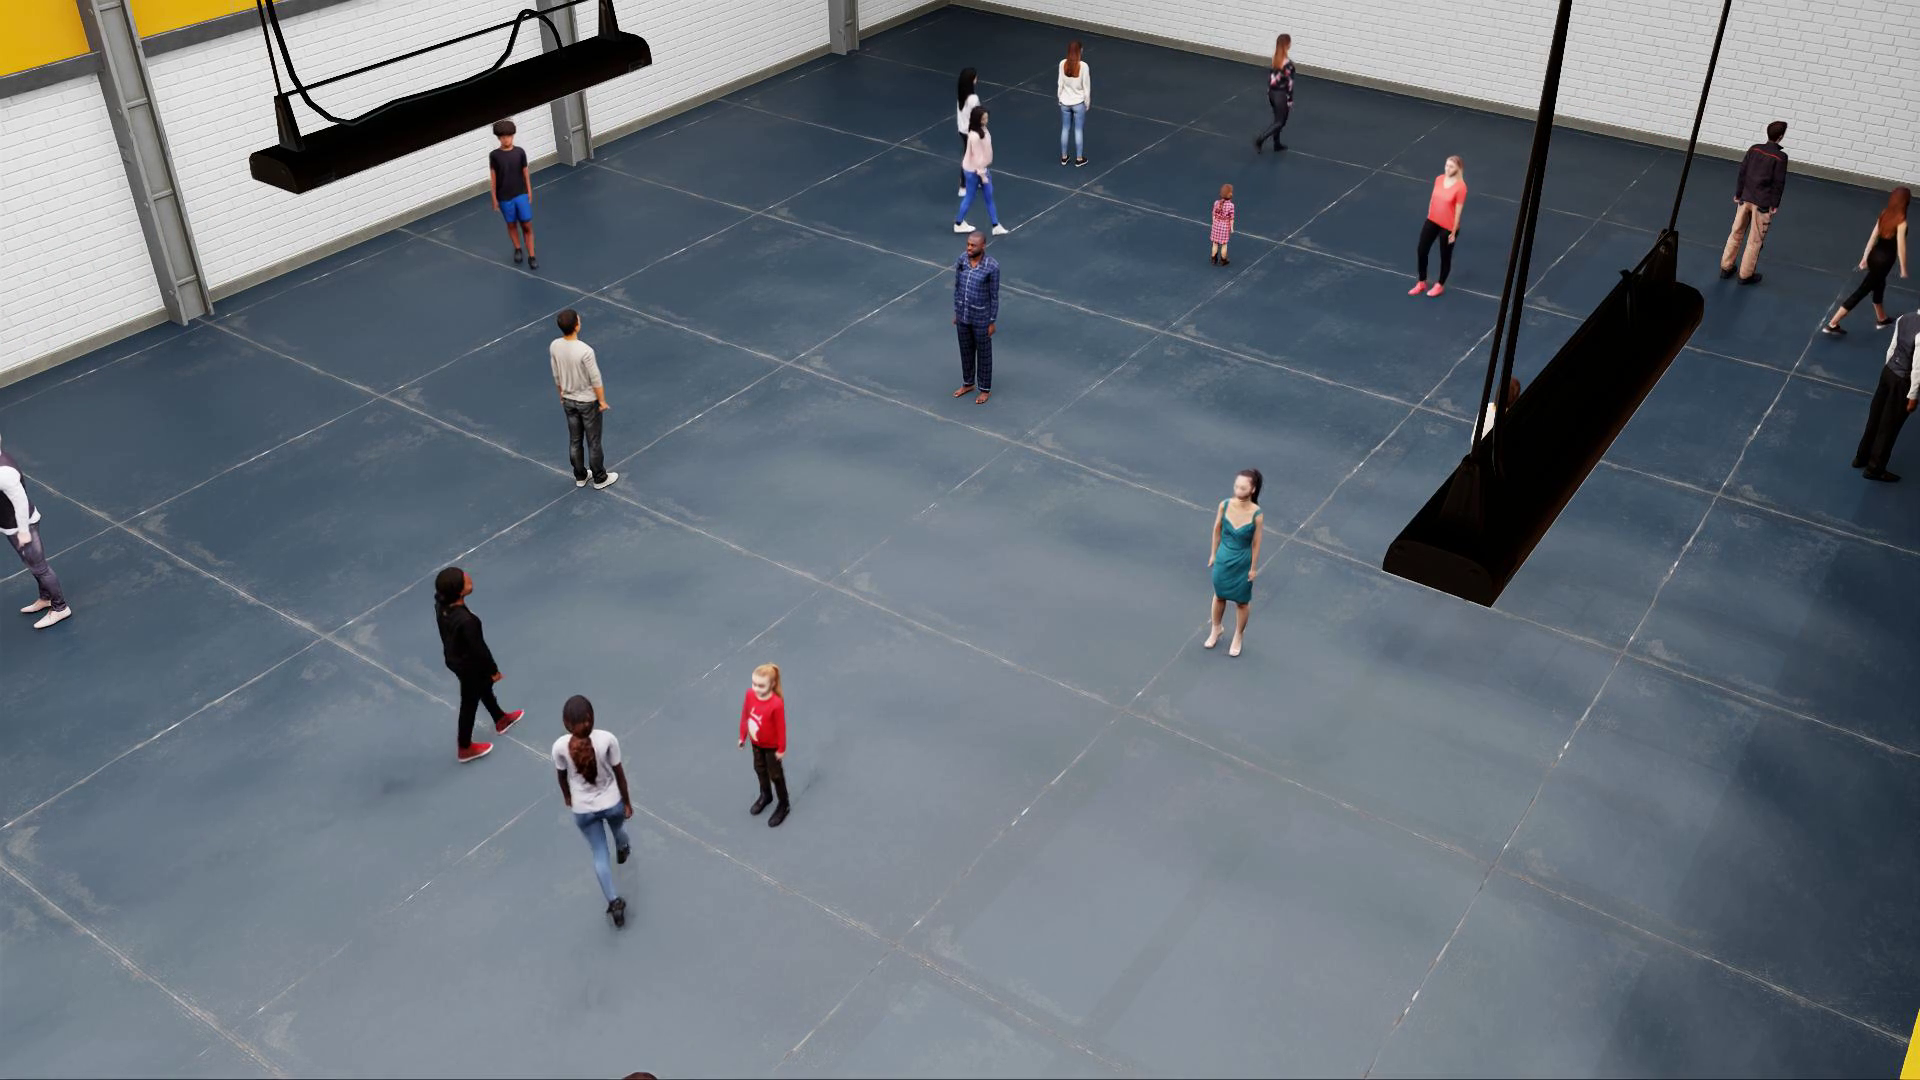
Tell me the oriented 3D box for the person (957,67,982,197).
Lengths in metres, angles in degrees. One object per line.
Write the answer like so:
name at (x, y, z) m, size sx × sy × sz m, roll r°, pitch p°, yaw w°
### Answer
person at (0.055, -5.251, 21.486) m, size 0.802 × 1.689 × 0.758 m, roll -14°, pitch 36°, yaw -20°

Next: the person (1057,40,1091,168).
person at (1.535, -5.904, 22.467) m, size 0.635 × 1.691 × 0.581 m, roll 16°, pitch 37°, yaw 23°

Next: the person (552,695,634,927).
person at (-2.368, 1.804, 10.873) m, size 1.057 × 1.690 × 1.084 m, roll -6°, pitch 34°, yaw -10°

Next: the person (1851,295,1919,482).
person at (8.823, -1.478, 15.603) m, size 0.839 × 1.918 × 0.738 m, roll -1°, pitch 34°, yaw -1°

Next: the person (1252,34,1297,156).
person at (4.303, -6.038, 22.692) m, size 0.992 × 1.666 × 0.845 m, roll -15°, pitch 36°, yaw -21°

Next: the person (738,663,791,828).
person at (-1.371, 1.410, 11.837) m, size 0.499 × 1.278 × 0.542 m, roll 20°, pitch 39°, yaw 28°

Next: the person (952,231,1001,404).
person at (0.160, -2.284, 16.901) m, size 0.666 × 1.824 × 0.608 m, roll 19°, pitch 38°, yaw 27°

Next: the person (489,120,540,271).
person at (-5.324, -4.135, 19.733) m, size 0.945 × 1.771 × 0.985 m, roll -7°, pitch 34°, yaw -11°

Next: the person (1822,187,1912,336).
person at (9.896, -2.971, 18.066) m, size 1.093 × 1.679 × 1.135 m, roll -1°, pitch 34°, yaw -2°

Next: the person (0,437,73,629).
person at (-7.732, -0.125, 13.654) m, size 0.671 × 1.823 × 0.743 m, roll -26°, pitch 42°, yaw -34°

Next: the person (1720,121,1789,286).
person at (9.233, -3.924, 19.278) m, size 0.722 × 1.925 × 0.778 m, roll -22°, pitch 39°, yaw -29°

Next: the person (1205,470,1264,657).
person at (2.203, 0.183, 13.314) m, size 0.558 × 1.687 × 0.504 m, roll 18°, pitch 37°, yaw 25°

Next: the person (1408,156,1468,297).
person at (5.571, -3.592, 18.995) m, size 0.752 × 1.684 × 0.699 m, roll -25°, pitch 41°, yaw -32°

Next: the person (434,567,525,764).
person at (-3.686, 0.945, 12.195) m, size 0.915 × 1.656 × 0.727 m, roll -27°, pitch 42°, yaw -34°

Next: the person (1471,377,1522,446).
person at (4.682, -0.674, 14.607) m, size 0.617 × 1.682 × 0.525 m, roll 22°, pitch 39°, yaw 29°

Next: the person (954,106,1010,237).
person at (0.144, -4.528, 20.384) m, size 0.858 × 1.706 × 0.985 m, roll 9°, pitch 35°, yaw 13°

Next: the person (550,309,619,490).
person at (-3.525, -1.305, 15.439) m, size 0.707 × 1.811 × 0.632 m, roll 12°, pitch 36°, yaw 18°

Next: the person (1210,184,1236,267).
person at (3.132, -3.773, 19.865) m, size 0.449 × 1.023 × 0.467 m, roll 16°, pitch 37°, yaw 22°
